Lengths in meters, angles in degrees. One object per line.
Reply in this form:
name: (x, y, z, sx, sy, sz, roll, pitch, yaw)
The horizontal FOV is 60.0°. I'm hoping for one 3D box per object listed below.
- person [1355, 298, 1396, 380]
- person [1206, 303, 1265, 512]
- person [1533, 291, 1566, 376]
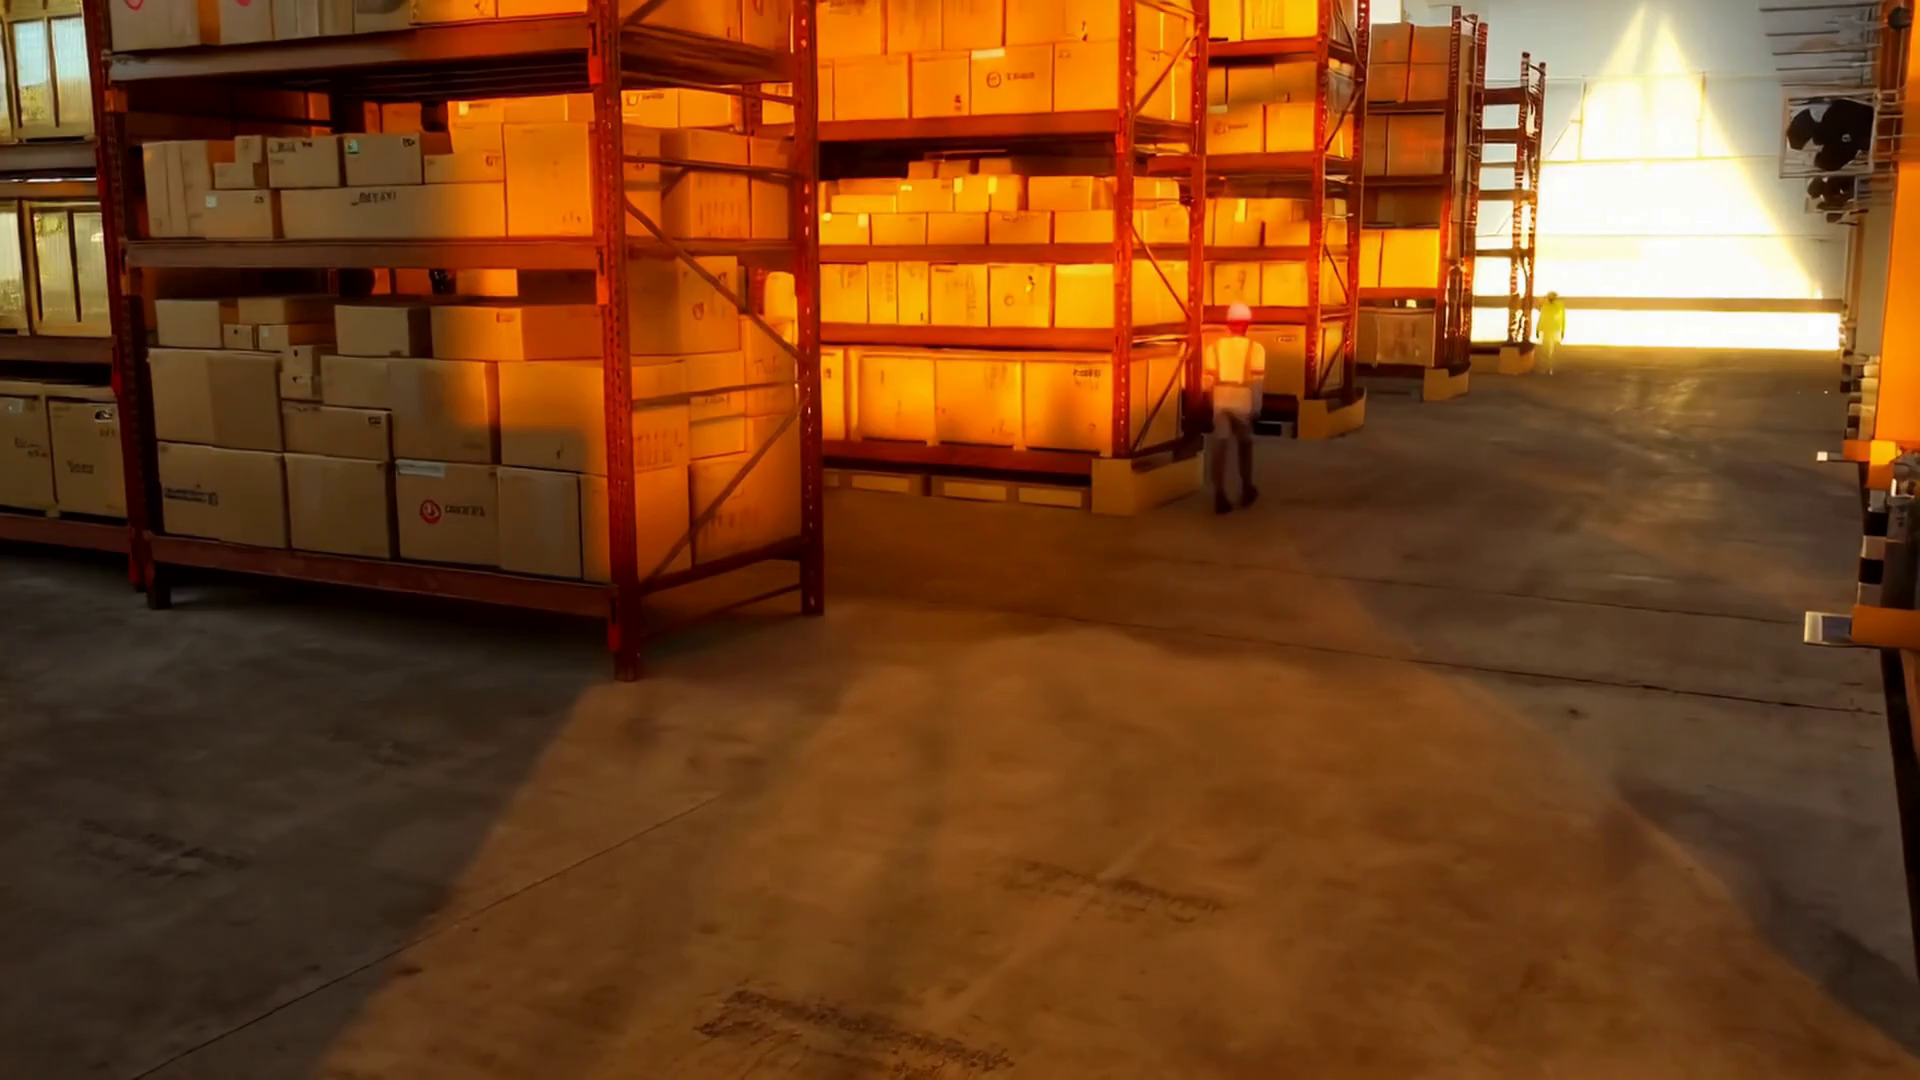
person: (7.687, -3.780, 30.569, 0.914, 1.695, 0.503, 9, 13, 41)
person: (2.508, -1.213, 15.161, 0.560, 1.877, 1.012, 4, 11, 24)
person: (11.159, -3.909, 31.562, 0.546, 1.606, 0.788, 9, 13, 41)
